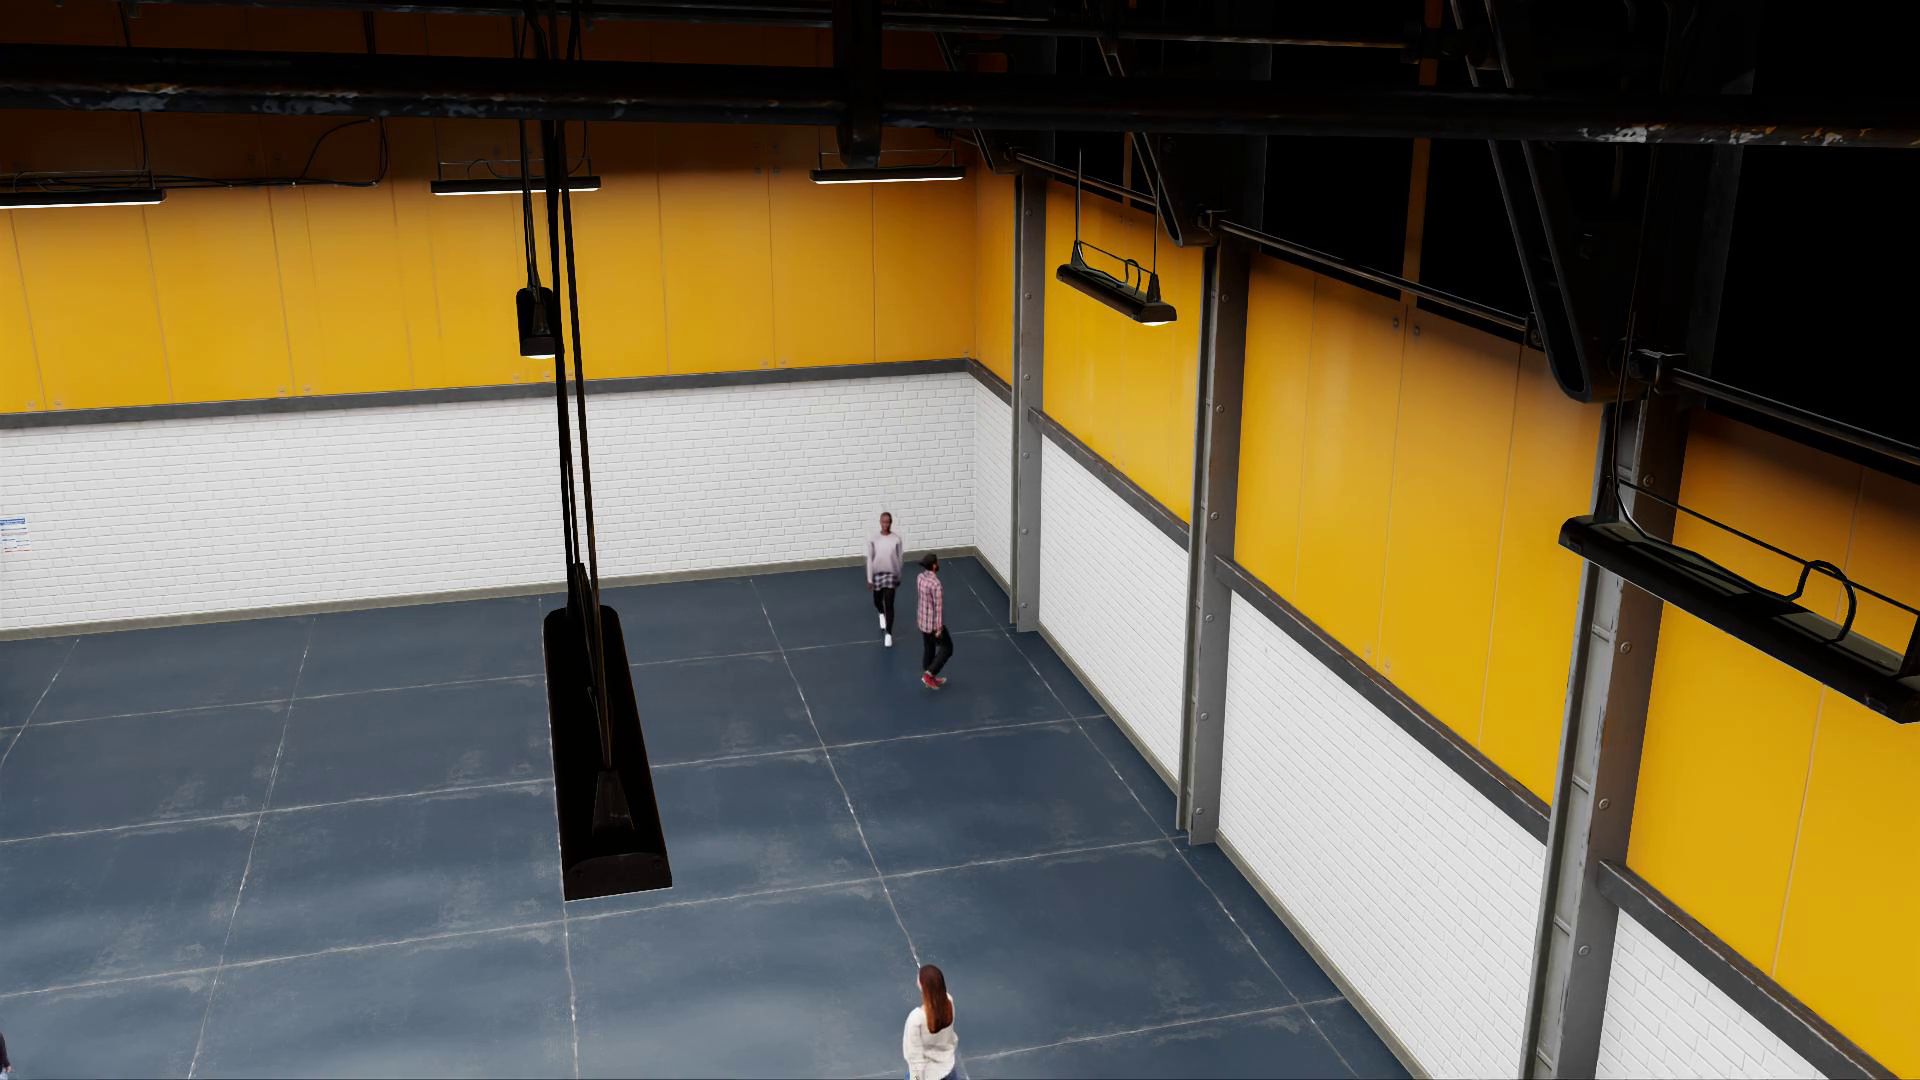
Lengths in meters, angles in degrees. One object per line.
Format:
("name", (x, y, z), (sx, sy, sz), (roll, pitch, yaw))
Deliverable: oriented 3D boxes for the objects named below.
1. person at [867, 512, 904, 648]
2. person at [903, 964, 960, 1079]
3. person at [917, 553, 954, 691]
("person", (-1.001, 0.459, 21.867), (0.829, 1.744, 1.197), (0, 19, 1))
("person", (-0.131, 3.849, 11.948), (0.936, 1.650, 1.215), (-14, 23, -37))
("person", (-0.390, 1.011, 20.222), (0.871, 1.748, 0.770), (-13, 23, -35))
